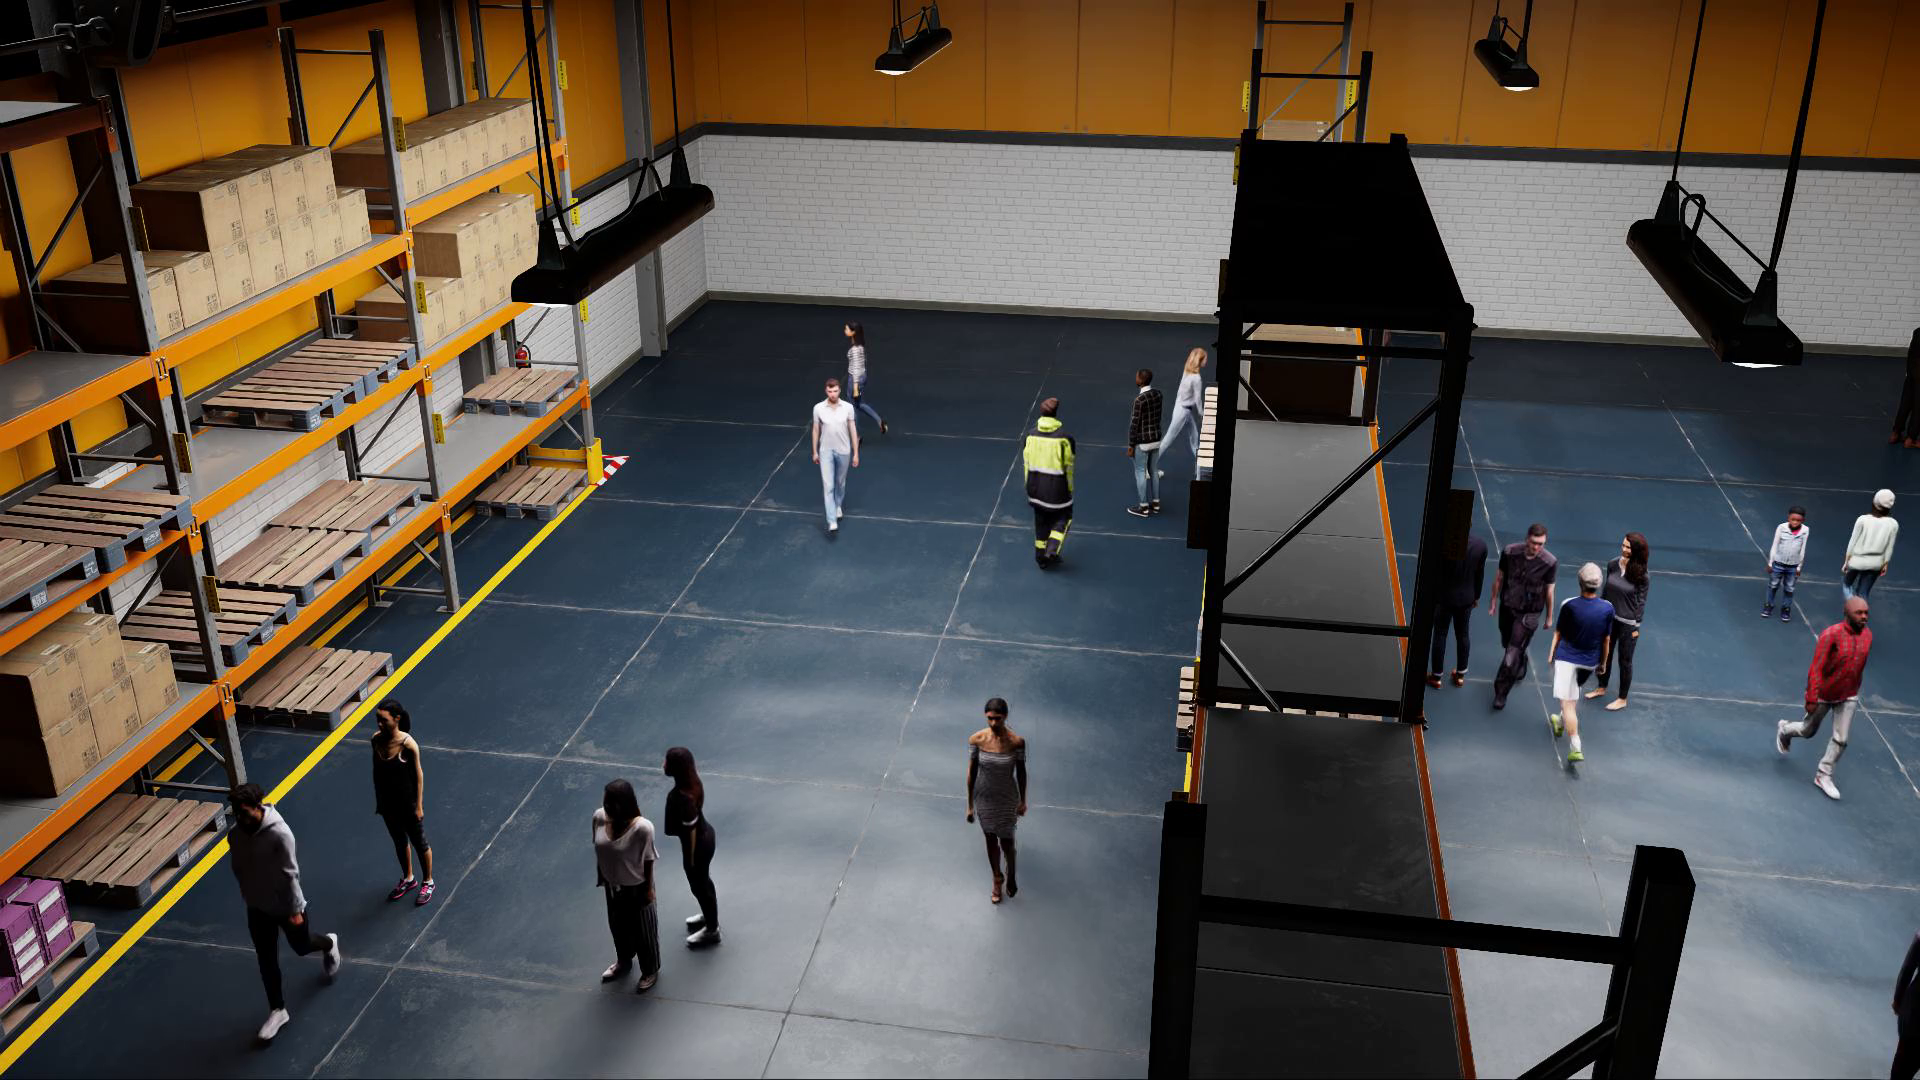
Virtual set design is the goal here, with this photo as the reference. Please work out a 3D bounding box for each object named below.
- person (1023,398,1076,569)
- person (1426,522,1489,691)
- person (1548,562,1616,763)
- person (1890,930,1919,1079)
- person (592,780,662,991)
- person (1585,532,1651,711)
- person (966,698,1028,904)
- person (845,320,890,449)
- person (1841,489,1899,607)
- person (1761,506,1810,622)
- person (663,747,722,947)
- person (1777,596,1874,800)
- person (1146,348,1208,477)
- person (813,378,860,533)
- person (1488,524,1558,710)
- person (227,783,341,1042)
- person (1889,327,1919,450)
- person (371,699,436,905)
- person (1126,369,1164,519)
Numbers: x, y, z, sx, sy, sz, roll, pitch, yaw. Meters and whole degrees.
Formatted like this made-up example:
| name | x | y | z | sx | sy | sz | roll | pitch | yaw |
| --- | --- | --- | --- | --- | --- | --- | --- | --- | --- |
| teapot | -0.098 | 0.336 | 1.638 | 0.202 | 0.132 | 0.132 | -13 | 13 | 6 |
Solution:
| name | x | y | z | sx | sy | sz | roll | pitch | yaw |
| --- | --- | --- | --- | --- | --- | --- | --- | --- | --- |
| person | 0.970 | -0.589 | 18.464 | 0.843 | 1.967 | 0.812 | 10 | 26 | 22 |
| person | 4.750 | 0.570 | 16.000 | 0.765 | 1.817 | 0.712 | -3 | 24 | -8 |
| person | 5.502 | 1.120 | 14.765 | 0.805 | 1.797 | 1.237 | -1 | 24 | -3 |
| person | 6.228 | 2.959 | 10.693 | 0.666 | 1.689 | 0.900 | 6 | 24 | 14 |
| person | -2.377 | 2.435 | 11.904 | 0.753 | 1.679 | 0.725 | 12 | 26 | 25 |
| person | 6.237 | 0.743 | 15.664 | 0.724 | 1.768 | 0.670 | -17 | 29 | -33 |
| person | 0.304 | 1.969 | 12.804 | 0.604 | 1.811 | 0.620 | 4 | 24 | 9 |
| person | -1.269 | -2.054 | 22.048 | 0.672 | 1.779 | 0.761 | 3 | 24 | 6 |
| person | 9.229 | 0.269 | 16.914 | 0.604 | 1.634 | 0.643 | 6 | 24 | 13 |
| person | 8.704 | 0.217 | 17.503 | 0.529 | 1.259 | 0.561 | 11 | 26 | 23 |
| person | -1.966 | 2.258 | 12.373 | 0.745 | 1.628 | 0.634 | -4 | 24 | -9 |
| person | 7.505 | 1.279 | 14.397 | 0.812 | 1.800 | 1.127 | -2 | 24 | -5 |
| person | 2.712 | -1.543 | 20.946 | 0.858 | 1.726 | 1.211 | -2 | 24 | -4 |
| person | -1.479 | -1.042 | 19.713 | 0.941 | 1.796 | 1.279 | -3 | 24 | -7 |
| person | 5.358 | 0.645 | 15.840 | 1.087 | 1.807 | 1.300 | 18 | 29 | 35 |
| person | -4.700 | 2.464 | 11.561 | 0.718 | 1.902 | 1.147 | 3 | 24 | 6 |
| person | 12.811 | -2.167 | 22.152 | 0.848 | 1.904 | 0.688 | -5 | 24 | -11 |
| person | -4.303 | 2.000 | 12.836 | 0.599 | 1.729 | 0.576 | 7 | 25 | 16 |
| person | 2.256 | -1.174 | 19.995 | 0.744 | 1.812 | 0.816 | -18 | 29 | -35 |
